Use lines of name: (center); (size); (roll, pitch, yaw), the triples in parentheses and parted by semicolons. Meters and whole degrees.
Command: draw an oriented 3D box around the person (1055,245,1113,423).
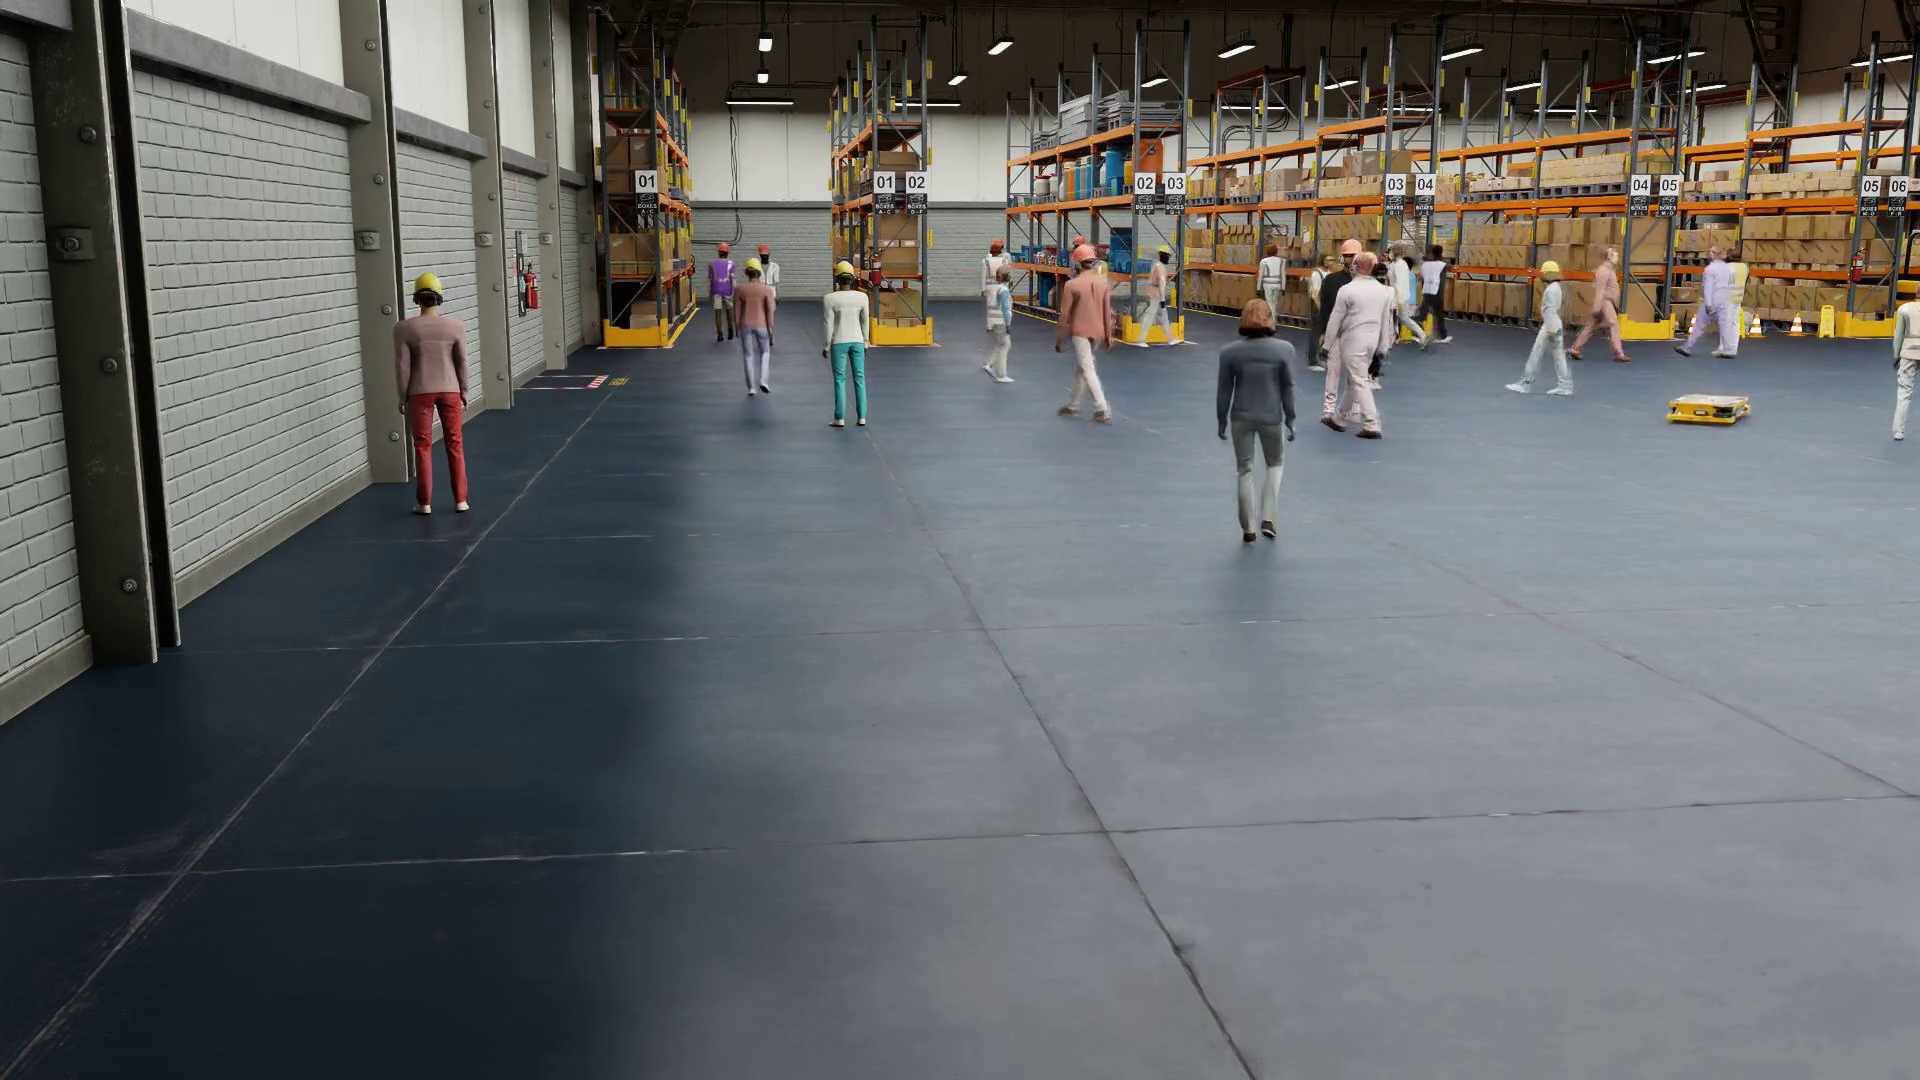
person: (1.384, -2.274, 18.360); (0.633, 1.942, 1.062); (-7, 13, -35)

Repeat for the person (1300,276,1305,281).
person: (9.369, -7.362, 46.539); (0.629, 1.828, 0.438); (1, 10, 5)

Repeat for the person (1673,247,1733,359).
person: (12.607, -3.984, 27.949); (0.669, 1.852, 1.004); (-6, 12, -30)

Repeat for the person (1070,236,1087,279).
person: (2.457, -5.233, 34.272); (0.395, 2.042, 0.611); (1, 10, 7)

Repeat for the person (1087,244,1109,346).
person: (2.532, -4.556, 31.032); (0.578, 1.891, 0.335); (7, 12, 33)

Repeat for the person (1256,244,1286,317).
person: (6.709, -5.476, 36.118); (0.606, 1.850, 0.869); (-2, 11, -12)

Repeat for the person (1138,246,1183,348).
person: (3.689, -4.469, 30.605); (0.893, 1.856, 0.668); (0, 10, 1)

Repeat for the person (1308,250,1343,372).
person: (5.477, -3.413, 24.902); (0.524, 1.819, 0.638); (-7, 13, -35)

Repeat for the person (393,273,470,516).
person: (-3.850, -1.060, 12.161); (0.528, 1.768, 0.313); (-5, 11, -26)

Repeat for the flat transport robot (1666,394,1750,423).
flat transport robot: (8.335, -1.468, 18.497); (0.652, 0.197, 1.431); (7, 12, 32)

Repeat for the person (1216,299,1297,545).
person: (1.969, -0.786, 11.033); (0.536, 1.614, 0.469); (3, 11, 14)

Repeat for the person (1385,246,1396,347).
person: (7.901, -4.475, 30.644); (0.530, 1.858, 0.461); (-9, 14, -42)

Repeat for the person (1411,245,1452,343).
person: (9.044, -4.698, 31.859); (1.073, 1.864, 0.610); (-8, 13, -38)

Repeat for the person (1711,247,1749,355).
person: (13.222, -4.092, 28.575); (0.633, 1.843, 0.429); (-6, 12, -30)

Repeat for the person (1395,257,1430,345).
person: (8.417, -4.452, 31.039); (0.759, 1.670, 0.550); (6, 12, 32)

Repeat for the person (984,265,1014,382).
person: (0.603, -3.002, 23.168); (0.363, 1.624, 0.539); (-2, 11, -13)

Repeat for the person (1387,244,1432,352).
person: (7.813, -4.224, 29.162); (0.910, 1.908, 0.639); (5, 11, 24)

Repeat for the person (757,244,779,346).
person: (-3.680, -4.619, 31.321); (0.555, 1.908, 0.900); (-2, 10, -10)

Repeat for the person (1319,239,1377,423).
person: (4.219, -2.267, 18.142); (0.611, 1.998, 0.375); (4, 11, 19)

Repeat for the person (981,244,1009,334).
person: (0.733, -5.262, 34.871); (0.585, 1.882, 0.344); (-1, 10, -8)

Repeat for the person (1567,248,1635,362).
person: (10.489, -3.838, 27.171); (1.024, 1.858, 0.633); (4, 11, 22)

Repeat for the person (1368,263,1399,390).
person: (5.527, -2.792, 21.902); (0.537, 1.681, 0.499); (-3, 11, -18)

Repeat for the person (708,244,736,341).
person: (-4.660, -4.860, 32.656); (0.556, 1.880, 0.969); (-1, 10, -4)

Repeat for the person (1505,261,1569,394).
person: (7.527, -2.741, 21.523); (0.857, 1.700, 0.502); (5, 12, 27)

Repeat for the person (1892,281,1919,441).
person: (9.533, -1.788, 16.497); (0.523, 1.638, 0.310); (10, 14, 43)

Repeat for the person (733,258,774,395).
person: (-2.650, -2.732, 21.343); (0.522, 1.754, 0.441); (0, 10, -2)

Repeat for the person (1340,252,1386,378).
person: (5.810, -3.259, 24.092); (0.751, 1.813, 0.600); (8, 13, 39)

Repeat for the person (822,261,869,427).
person: (-1.221, -2.089, 17.795); (0.523, 1.769, 0.315); (-5, 11, -23)

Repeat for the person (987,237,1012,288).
person: (0.957, -6.402, 40.758); (0.614, 2.024, 0.815); (-2, 10, -9)

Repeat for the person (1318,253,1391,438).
person: (4.026, -1.986, 16.994); (0.640, 1.855, 0.999); (-7, 12, -32)
